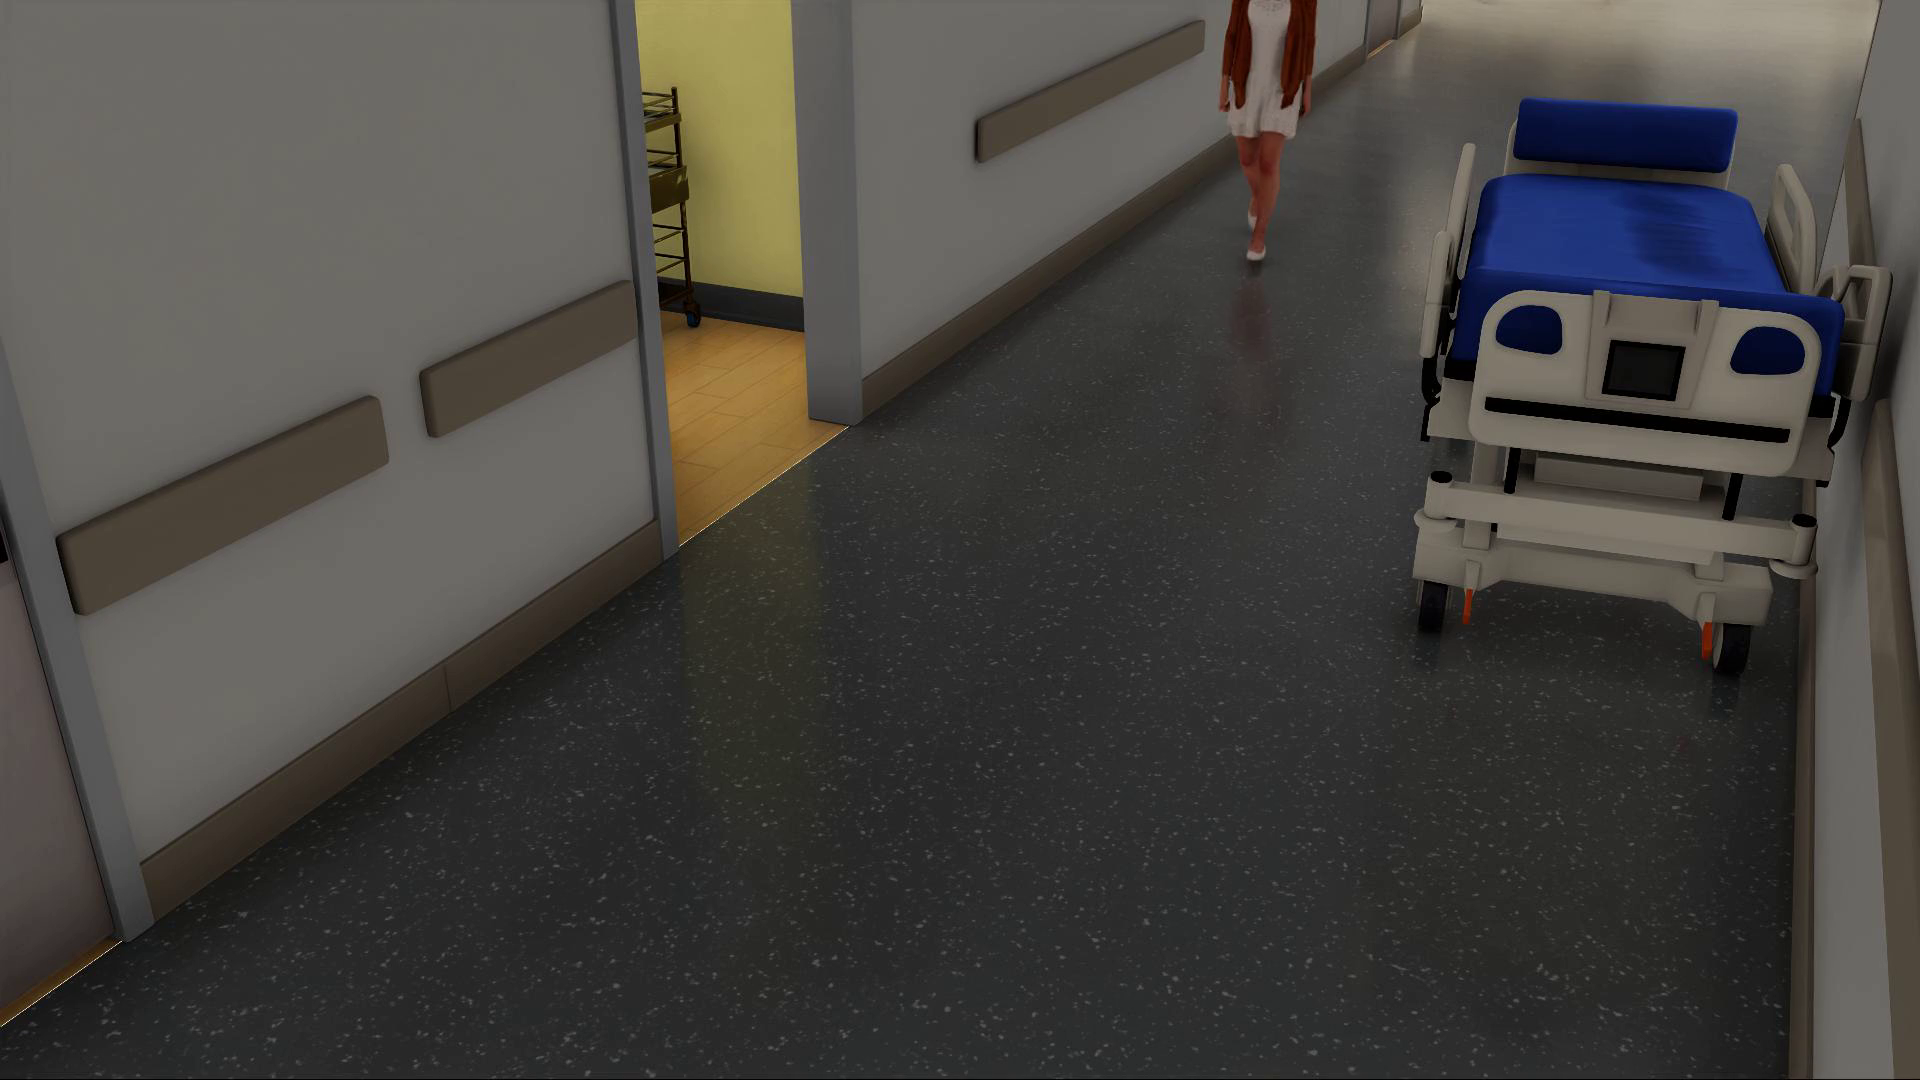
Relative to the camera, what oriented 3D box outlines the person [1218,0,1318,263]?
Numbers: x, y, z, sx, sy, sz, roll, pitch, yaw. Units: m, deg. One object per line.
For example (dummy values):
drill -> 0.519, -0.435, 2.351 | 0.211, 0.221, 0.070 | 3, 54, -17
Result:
person -> 1.612, -2.362, 8.683 | 1.027, 1.694, 0.746 | 9, 27, 18
